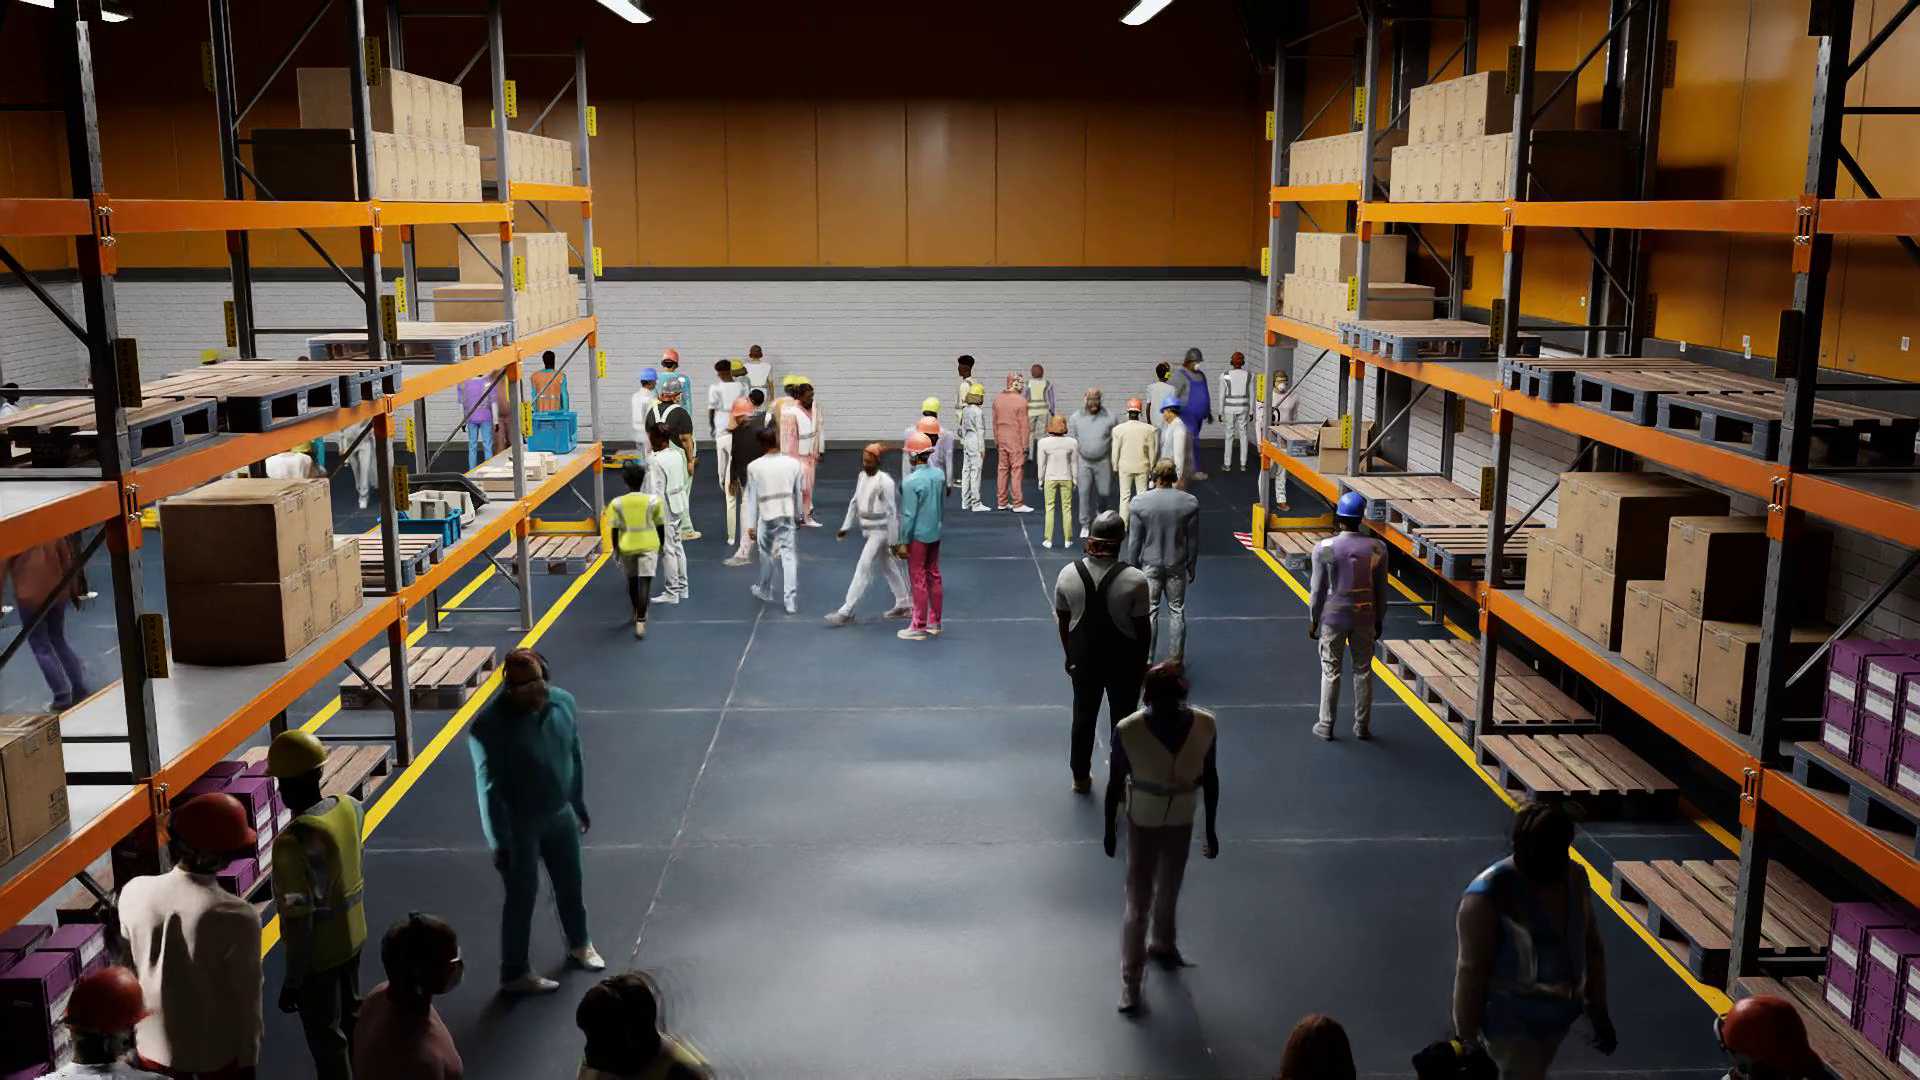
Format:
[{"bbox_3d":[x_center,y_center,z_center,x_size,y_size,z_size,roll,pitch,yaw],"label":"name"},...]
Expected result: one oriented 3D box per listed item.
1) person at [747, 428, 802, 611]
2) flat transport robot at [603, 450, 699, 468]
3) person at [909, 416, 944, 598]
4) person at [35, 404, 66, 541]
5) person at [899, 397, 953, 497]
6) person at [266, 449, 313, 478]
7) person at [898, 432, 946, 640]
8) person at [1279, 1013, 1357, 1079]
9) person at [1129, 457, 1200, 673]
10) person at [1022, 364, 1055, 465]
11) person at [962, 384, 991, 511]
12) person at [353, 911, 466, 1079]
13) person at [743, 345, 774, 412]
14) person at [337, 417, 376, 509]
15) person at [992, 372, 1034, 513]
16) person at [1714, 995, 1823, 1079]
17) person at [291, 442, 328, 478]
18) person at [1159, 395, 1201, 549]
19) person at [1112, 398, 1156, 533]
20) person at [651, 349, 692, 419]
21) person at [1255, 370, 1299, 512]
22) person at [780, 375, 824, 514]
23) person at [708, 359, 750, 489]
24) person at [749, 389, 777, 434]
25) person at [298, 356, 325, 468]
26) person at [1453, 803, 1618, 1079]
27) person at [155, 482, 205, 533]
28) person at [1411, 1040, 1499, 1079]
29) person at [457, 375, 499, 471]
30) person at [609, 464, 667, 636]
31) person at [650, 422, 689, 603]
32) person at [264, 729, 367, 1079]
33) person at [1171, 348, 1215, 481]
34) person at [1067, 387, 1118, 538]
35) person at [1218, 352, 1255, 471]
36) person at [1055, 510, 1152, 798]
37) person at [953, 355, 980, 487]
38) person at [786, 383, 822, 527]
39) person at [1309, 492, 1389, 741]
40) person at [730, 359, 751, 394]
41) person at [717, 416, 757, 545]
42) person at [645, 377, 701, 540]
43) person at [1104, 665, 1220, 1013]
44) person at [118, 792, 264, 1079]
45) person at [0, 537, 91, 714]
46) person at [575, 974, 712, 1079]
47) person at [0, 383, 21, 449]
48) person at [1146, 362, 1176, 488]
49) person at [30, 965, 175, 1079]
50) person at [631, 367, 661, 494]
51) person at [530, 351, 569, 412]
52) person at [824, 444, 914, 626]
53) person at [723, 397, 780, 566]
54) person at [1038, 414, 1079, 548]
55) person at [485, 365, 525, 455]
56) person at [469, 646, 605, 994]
[{"bbox_3d":[-1.933,-0.234,17.238,0.622,1.862,0.912,-5,12,-23],"label":"person"},{"bbox_3d":[-4.943,-1.307,26.639,1.431,0.197,0.652,0,11,-2],"label":"flat transport robot"},{"bbox_3d":[-0.364,-0.356,17.712,0.388,1.926,0.553,0,11,1],"label":"person"},{"bbox_3d":[-11.075,-0.784,20.292,0.642,1.740,0.558,-5,12,-23],"label":"person"},{"bbox_3d":[-0.405,-0.736,19.637,0.648,1.919,0.484,-1,11,-5],"label":"person"},{"bbox_3d":[-7.046,-0.265,17.508,0.391,1.837,0.582,11,15,43],"label":"person"},{"bbox_3d":[-0.373,-0.038,15.938,0.377,1.995,0.608,7,13,33],"label":"person"},{"bbox_3d":[1.129,2.268,5.332,0.494,1.601,0.695,4,12,18],"label":"person"},{"bbox_3d":[1.797,0.228,14.745,0.629,1.940,0.372,0,11,-2],"label":"person"},{"bbox_3d":[1.272,-2.039,26.933,0.534,1.614,0.692,2,11,8],"label":"person"},{"bbox_3d":[0.211,-1.266,22.747,0.305,1.737,0.484,-7,13,-30],"label":"person"},{"bbox_3d":[-1.740,2.112,5.345,0.386,1.929,0.628,-6,13,-27],"label":"person"},{"bbox_3d":[-3.393,-2.338,27.837,0.564,1.850,0.390,0,11,-2],"label":"person"},{"bbox_3d":[-8.365,-1.319,23.133,0.491,1.689,0.858,-2,11,-9],"label":"person"},{"bbox_3d":[0.731,-1.327,22.636,0.400,1.905,0.643,-10,15,-40],"label":"person"},{"bbox_3d":[2.427,2.230,5.173,0.341,1.750,0.565,10,15,41],"label":"person"},{"bbox_3d":[-7.007,-0.252,17.802,0.500,1.683,0.902,-2,12,-12],"label":"person"},{"bbox_3d":[2.636,-0.755,19.774,0.581,1.903,0.713,-2,11,-11],"label":"person"},{"bbox_3d":[2.188,-0.918,20.957,0.560,1.752,0.324,0,11,1],"label":"person"},{"bbox_3d":[-4.276,-1.809,24.700,0.607,2.044,0.379,0,11,-2],"label":"person"},{"bbox_3d":[4.323,-1.351,22.664,0.629,1.940,0.372,-3,12,-16],"label":"person"},{"bbox_3d":[-2.077,-1.240,22.245,0.612,1.893,0.714,-6,13,-29],"label":"person"},{"bbox_3d":[-3.392,-1.712,24.565,0.665,1.918,0.810,-4,12,-18],"label":"person"},{"bbox_3d":[-2.729,-1.195,22.482,0.535,1.700,0.318,0,11,-2],"label":"person"},{"bbox_3d":[-10.127,-1.936,25.833,0.345,1.846,0.507,8,14,35],"label":"person"},{"bbox_3d":[2.330,1.934,6.532,0.629,1.810,0.865,-7,13,-31],"label":"person"},{"bbox_3d":[-8.165,-0.298,17.390,0.373,1.934,0.551,8,14,34],"label":"person"},{"bbox_3d":[1.434,2.282,4.679,0.399,1.844,0.517,1,11,3],"label":"person"},{"bbox_3d":[-7.222,-1.809,24.991,0.588,1.927,0.371,0,11,-2],"label":"person"},{"bbox_3d":[-3.121,0.091,16.173,0.533,1.651,0.874,0,11,0],"label":"person"},{"bbox_3d":[-3.046,-0.287,17.418,0.391,1.911,0.585,2,11,8],"label":"person"},{"bbox_3d":[-2.766,1.746,7.169,0.383,1.922,0.593,2,11,8],"label":"person"},{"bbox_3d":[3.628,-1.931,25.313,0.867,2.000,0.687,11,15,43],"label":"person"},{"bbox_3d":[1.672,-0.990,20.979,0.676,1.894,0.614,1,11,3],"label":"person"},{"bbox_3d":[4.346,-2.019,26.153,0.575,1.883,0.355,0,11,-2],"label":"person"},{"bbox_3d":[1.035,0.788,11.682,0.683,2.000,0.538,5,12,23],"label":"person"},{"bbox_3d":[0.102,-1.766,24.677,0.367,1.966,0.607,3,12,14],"label":"person"},{"bbox_3d":[-2.091,-1.097,21.511,0.545,1.898,0.594,4,12,19],"label":"person"},{"bbox_3d":[2.994,0.599,12.864,0.605,1.948,0.391,0,11,-2],"label":"person"},{"bbox_3d":[-3.526,-2.048,26.689,0.321,1.724,0.502,5,12,24],"label":"person"},{"bbox_3d":[-2.713,-0.746,20.397,0.497,1.633,0.283,-1,11,-3],"label":"person"},{"bbox_3d":[-3.550,-1.026,20.777,0.676,2.000,0.536,7,13,32],"label":"person"},{"bbox_3d":[1.055,1.506,8.732,0.601,1.797,0.727,-3,12,-16],"label":"person"},{"bbox_3d":[-2.933,1.913,6.292,0.645,1.944,0.955,2,11,8],"label":"person"},{"bbox_3d":[-7.511,0.471,13.489,0.511,1.950,0.658,6,13,26],"label":"person"},{"bbox_3d":[-0.915,2.178,5.324,0.631,1.809,0.757,9,15,39],"label":"person"},{"bbox_3d":[-13.342,-1.373,23.427,0.322,1.685,0.547,-4,12,-20],"label":"person"},{"bbox_3d":[2.977,-1.677,24.471,0.513,1.872,0.328,8,14,35],"label":"person"},{"bbox_3d":[-2.719,2.222,5.261,0.601,1.727,0.556,-1,11,-4],"label":"person"},{"bbox_3d":[-4.310,-1.420,23.006,0.407,1.948,0.613,-9,15,-39],"label":"person"},{"bbox_3d":[-6.371,-1.987,25.906,0.592,1.919,0.392,1,11,6],"label":"person"},{"bbox_3d":[-0.879,-0.063,16.489,0.992,1.827,0.677,-5,12,-23],"label":"person"},{"bbox_3d":[-2.379,-0.706,19.389,0.888,1.959,0.611,-7,13,-33],"label":"person"},{"bbox_3d":[1.191,-0.715,20.235,0.500,1.636,0.280,0,11,-2],"label":"person"},{"bbox_3d":[-7.058,-1.920,25.680,0.679,1.880,0.596,-5,12,-24],"label":"person"},{"bbox_3d":[-2.222,1.449,8.767,0.403,1.888,0.691,8,14,36],"label":"person"}]
